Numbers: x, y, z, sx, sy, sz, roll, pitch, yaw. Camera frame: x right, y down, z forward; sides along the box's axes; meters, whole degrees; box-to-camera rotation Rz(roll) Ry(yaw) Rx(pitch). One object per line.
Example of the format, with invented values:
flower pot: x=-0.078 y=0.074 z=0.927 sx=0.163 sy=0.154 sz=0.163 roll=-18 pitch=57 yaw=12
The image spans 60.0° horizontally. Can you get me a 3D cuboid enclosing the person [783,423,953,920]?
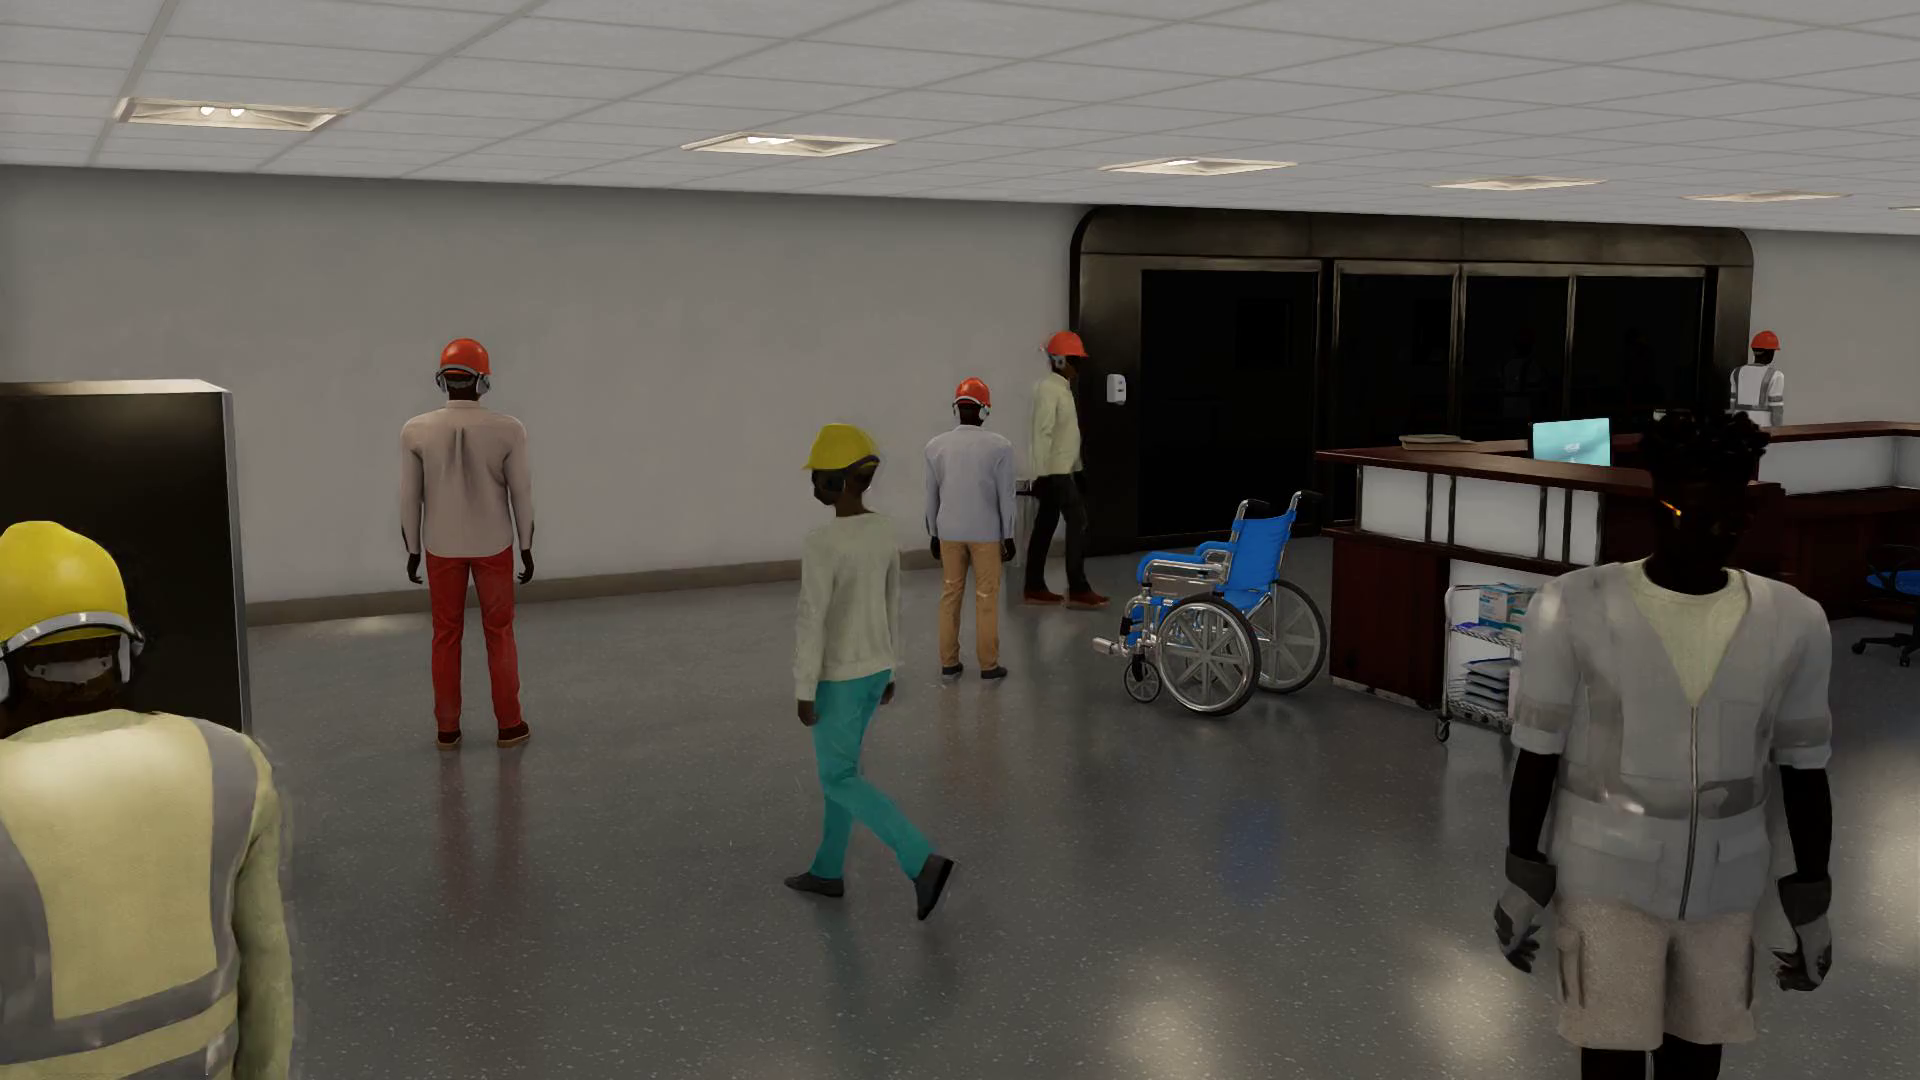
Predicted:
person: x=-0.339 y=0.465 z=5.809 sx=0.737 sy=1.746 sz=0.528 roll=5 pitch=9 yaw=30

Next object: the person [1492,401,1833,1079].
person: x=1.435 y=0.694 z=3.351 sx=0.657 sy=1.952 sz=0.425 roll=0 pitch=8 yaw=3

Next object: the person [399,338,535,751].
person: x=-2.371 y=0.026 z=8.054 sx=0.625 sy=1.992 sz=0.386 roll=-1 pitch=8 yaw=-9

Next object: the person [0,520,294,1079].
person: x=-1.399 y=0.874 z=2.574 sx=0.591 sy=1.812 sz=0.605 roll=5 pitch=10 yaw=34

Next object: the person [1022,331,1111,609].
person: x=0.801 y=-0.488 z=11.828 sx=0.804 sy=1.966 sz=0.634 roll=2 pitch=8 yaw=12

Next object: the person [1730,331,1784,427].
person: x=7.774 y=-1.067 z=16.229 sx=0.381 sy=1.934 sz=0.546 roll=-5 pitch=9 yaw=-30

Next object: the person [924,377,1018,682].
person: x=0.073 y=-0.062 z=9.591 sx=0.564 sy=1.743 sz=0.352 roll=3 pitch=9 yaw=24
